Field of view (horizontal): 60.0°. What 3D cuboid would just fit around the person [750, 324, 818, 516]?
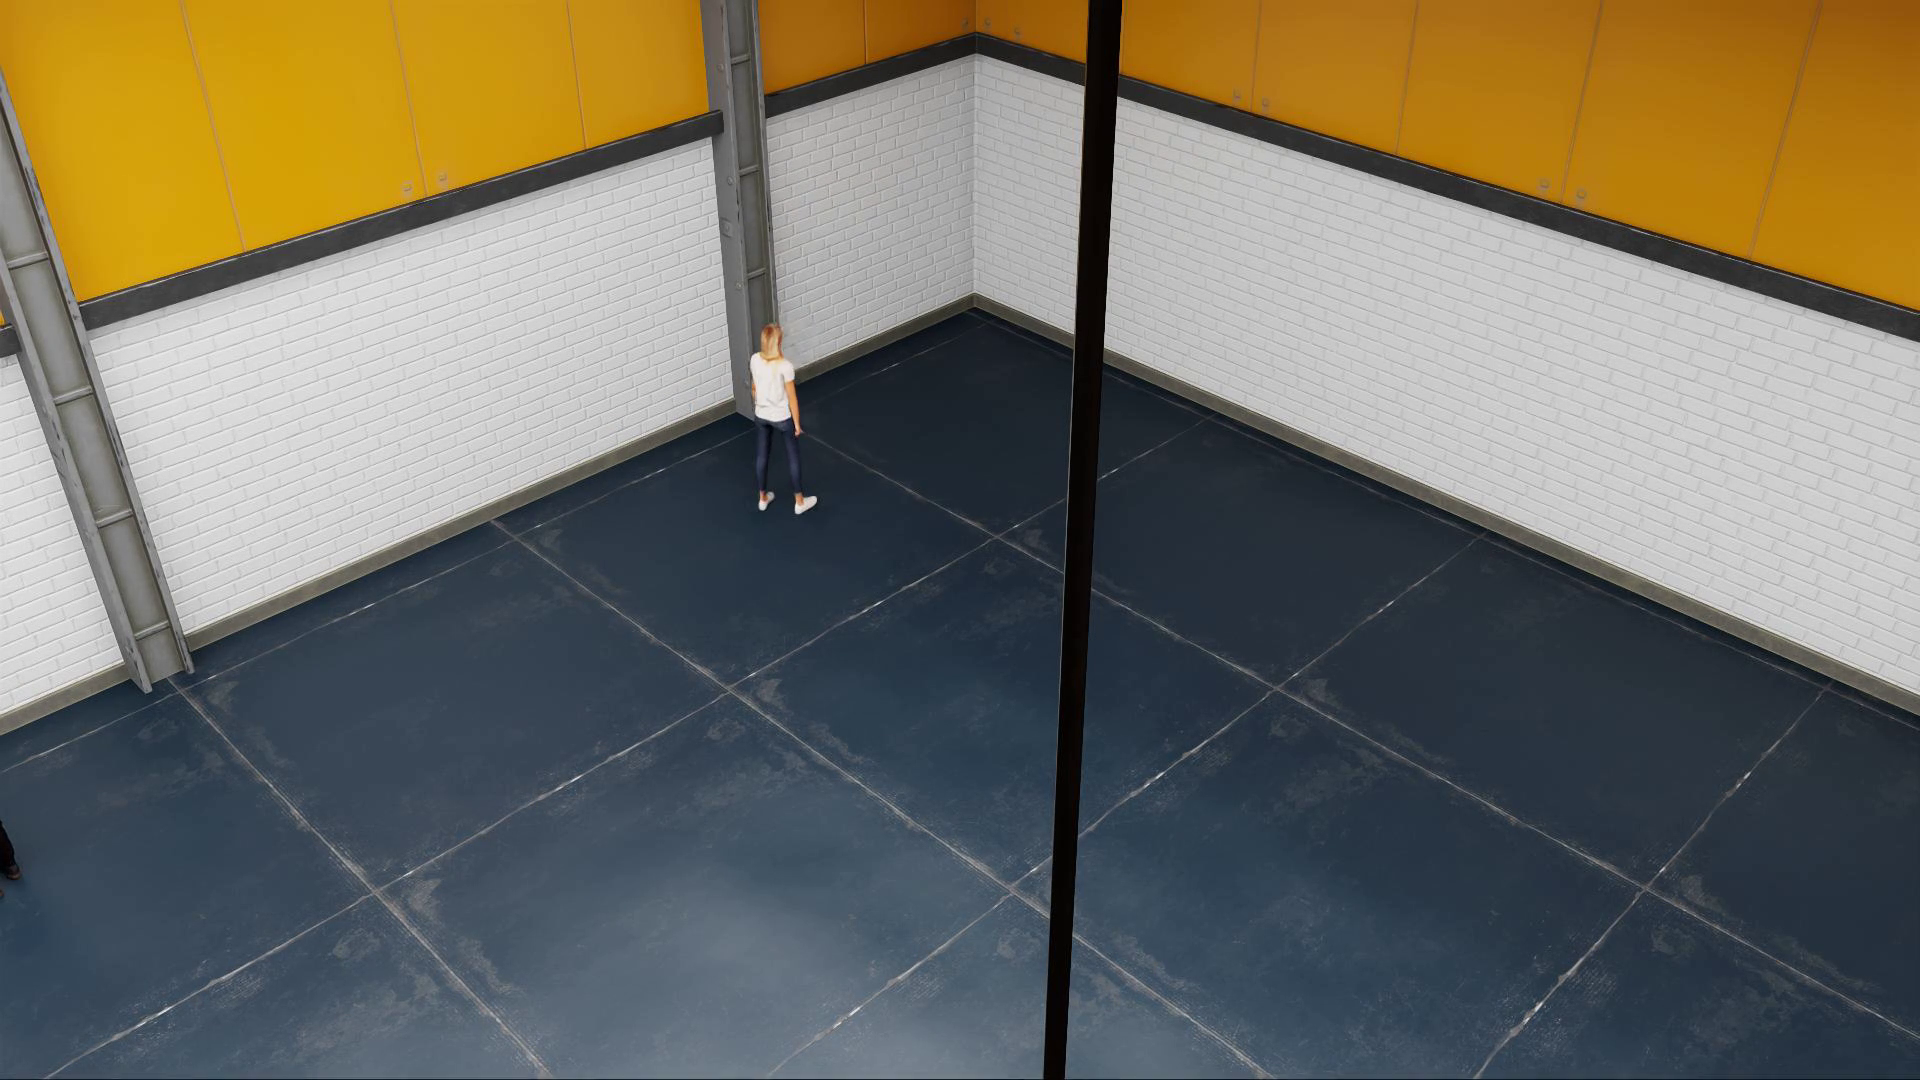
[{"bbox_3d":[-1.605,-1.050,14.506,0.736,1.806,0.704,14,36,20],"label":"person"}]
